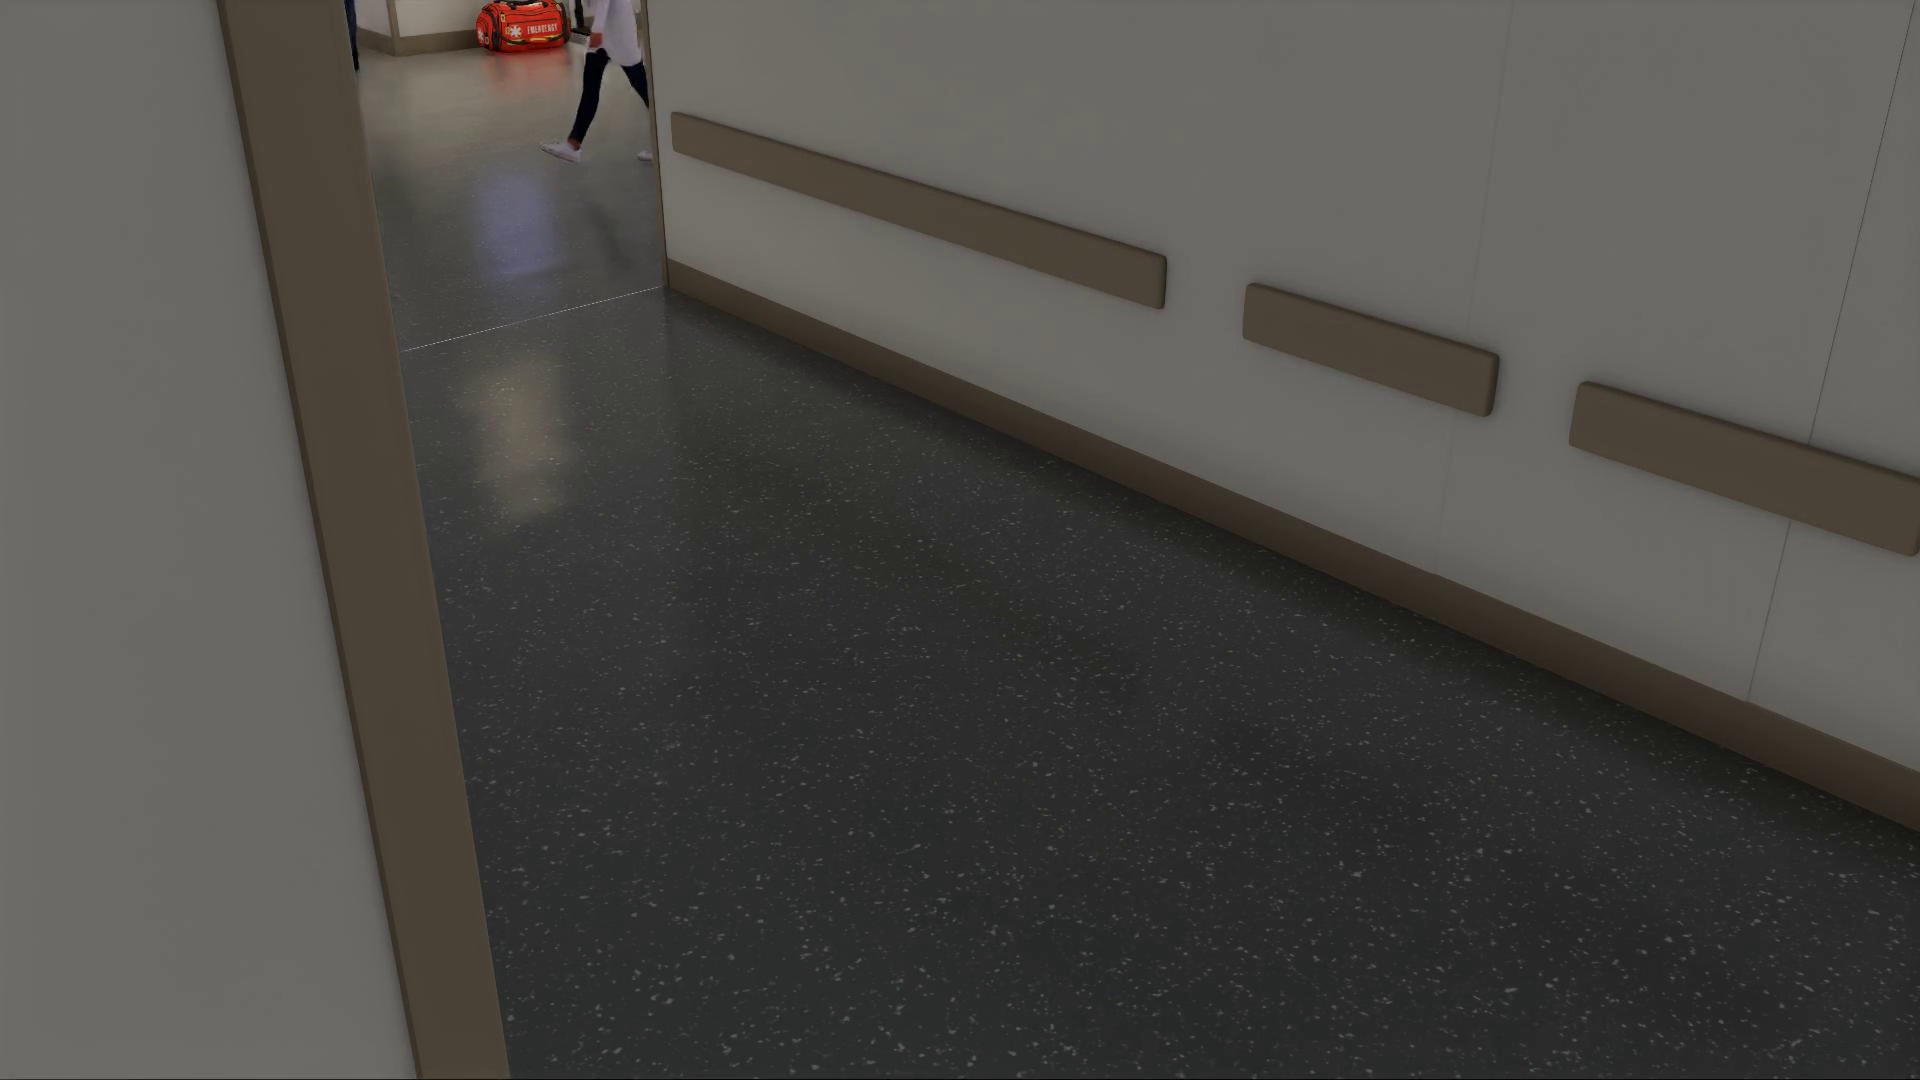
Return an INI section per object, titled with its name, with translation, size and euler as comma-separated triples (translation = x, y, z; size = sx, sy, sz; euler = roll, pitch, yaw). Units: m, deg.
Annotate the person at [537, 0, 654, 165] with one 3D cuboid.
[person]
translation = -2.064, -3.176, 10.315
size = 1.187, 1.730, 0.842
euler = -11, 28, -22
